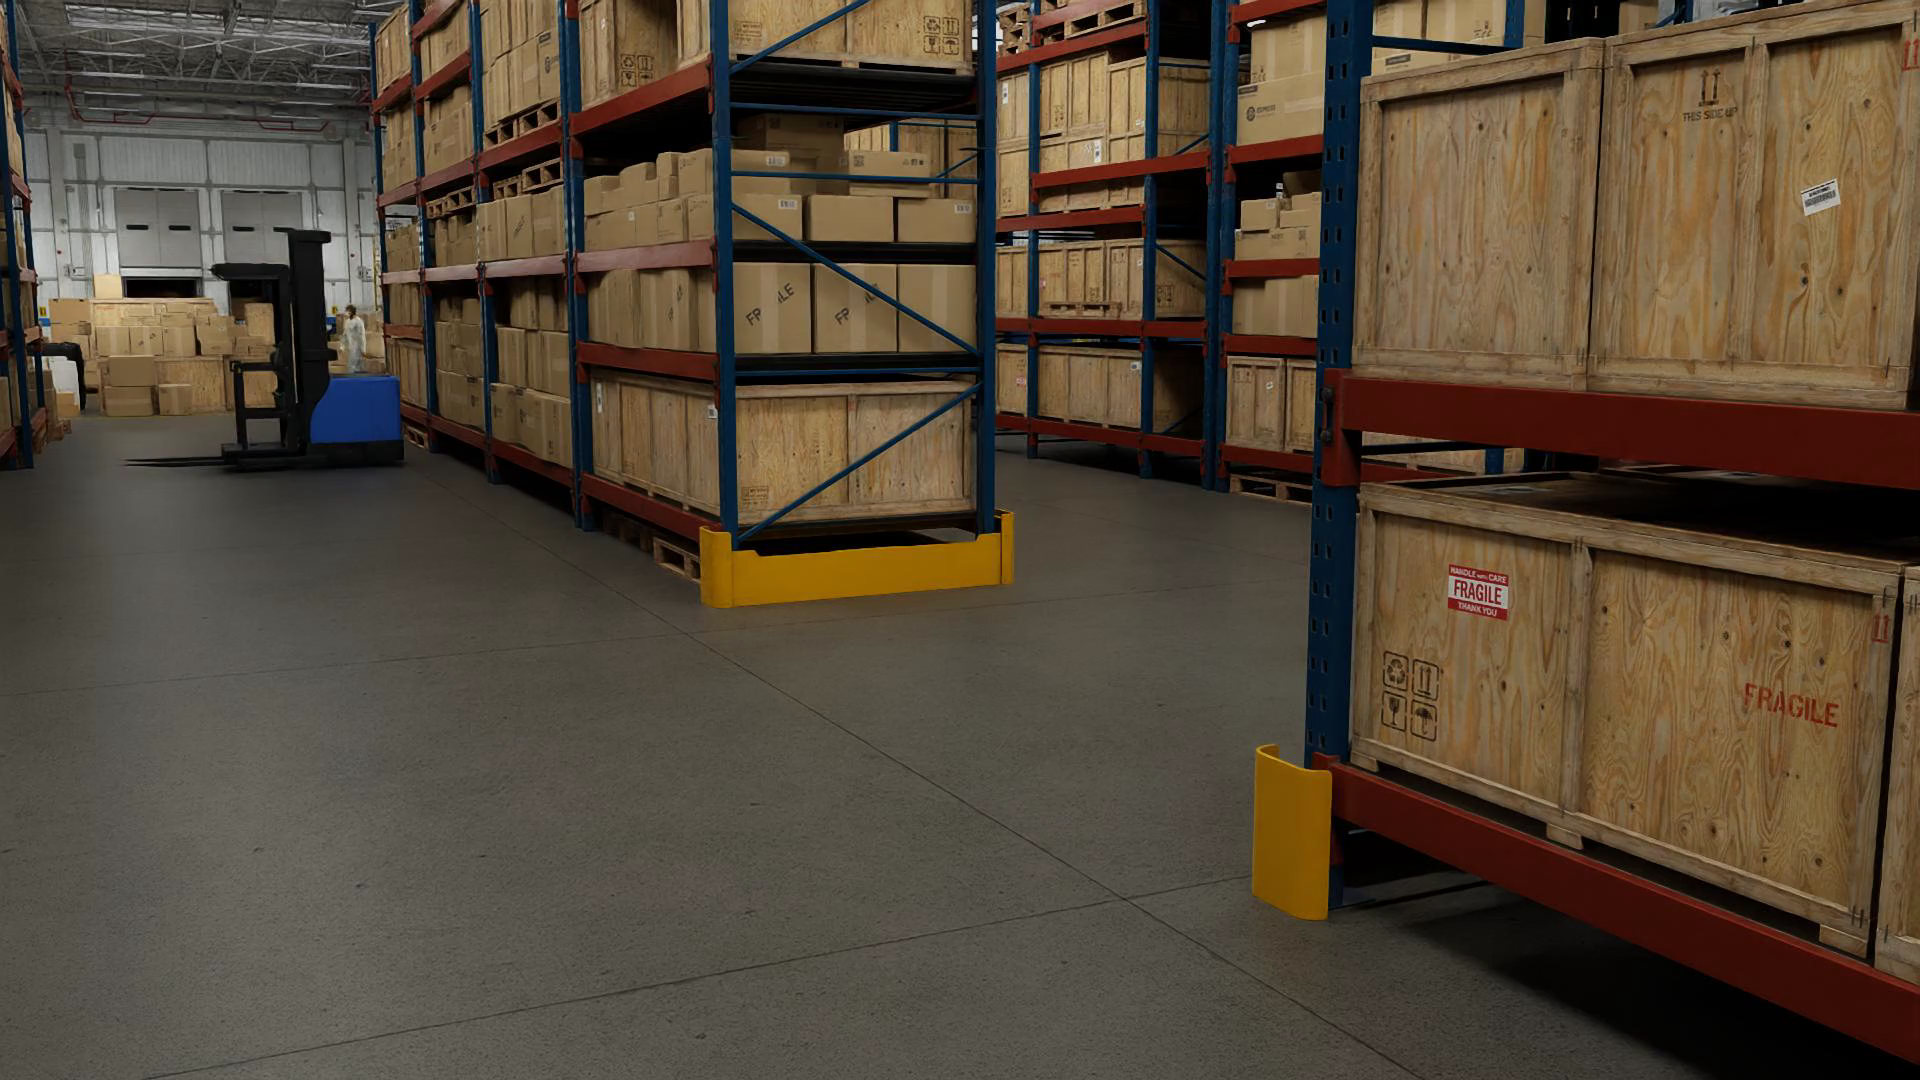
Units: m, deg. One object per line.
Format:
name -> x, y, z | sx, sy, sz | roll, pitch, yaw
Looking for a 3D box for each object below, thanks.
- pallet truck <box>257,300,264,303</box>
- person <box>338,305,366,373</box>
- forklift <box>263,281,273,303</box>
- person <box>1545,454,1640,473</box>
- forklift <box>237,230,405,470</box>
pallet truck -> -23.913, -7.404, 58.171 | 1.885, 1.965, 0.823 | -1, 8, -9
person -> -13.032, -4.066, 35.525 | 0.995, 1.888, 0.648 | -7, 11, -42
forklift -> -17.061, -5.406, 41.365 | 1.873, 2.768, 1.129 | -6, 10, -34
person -> 3.330, -0.191, 8.881 | 0.809, 1.885, 0.646 | -7, 11, -40
forklift -> -7.782, -2.307, 19.994 | 1.873, 2.768, 1.129 | -4, 9, -26
